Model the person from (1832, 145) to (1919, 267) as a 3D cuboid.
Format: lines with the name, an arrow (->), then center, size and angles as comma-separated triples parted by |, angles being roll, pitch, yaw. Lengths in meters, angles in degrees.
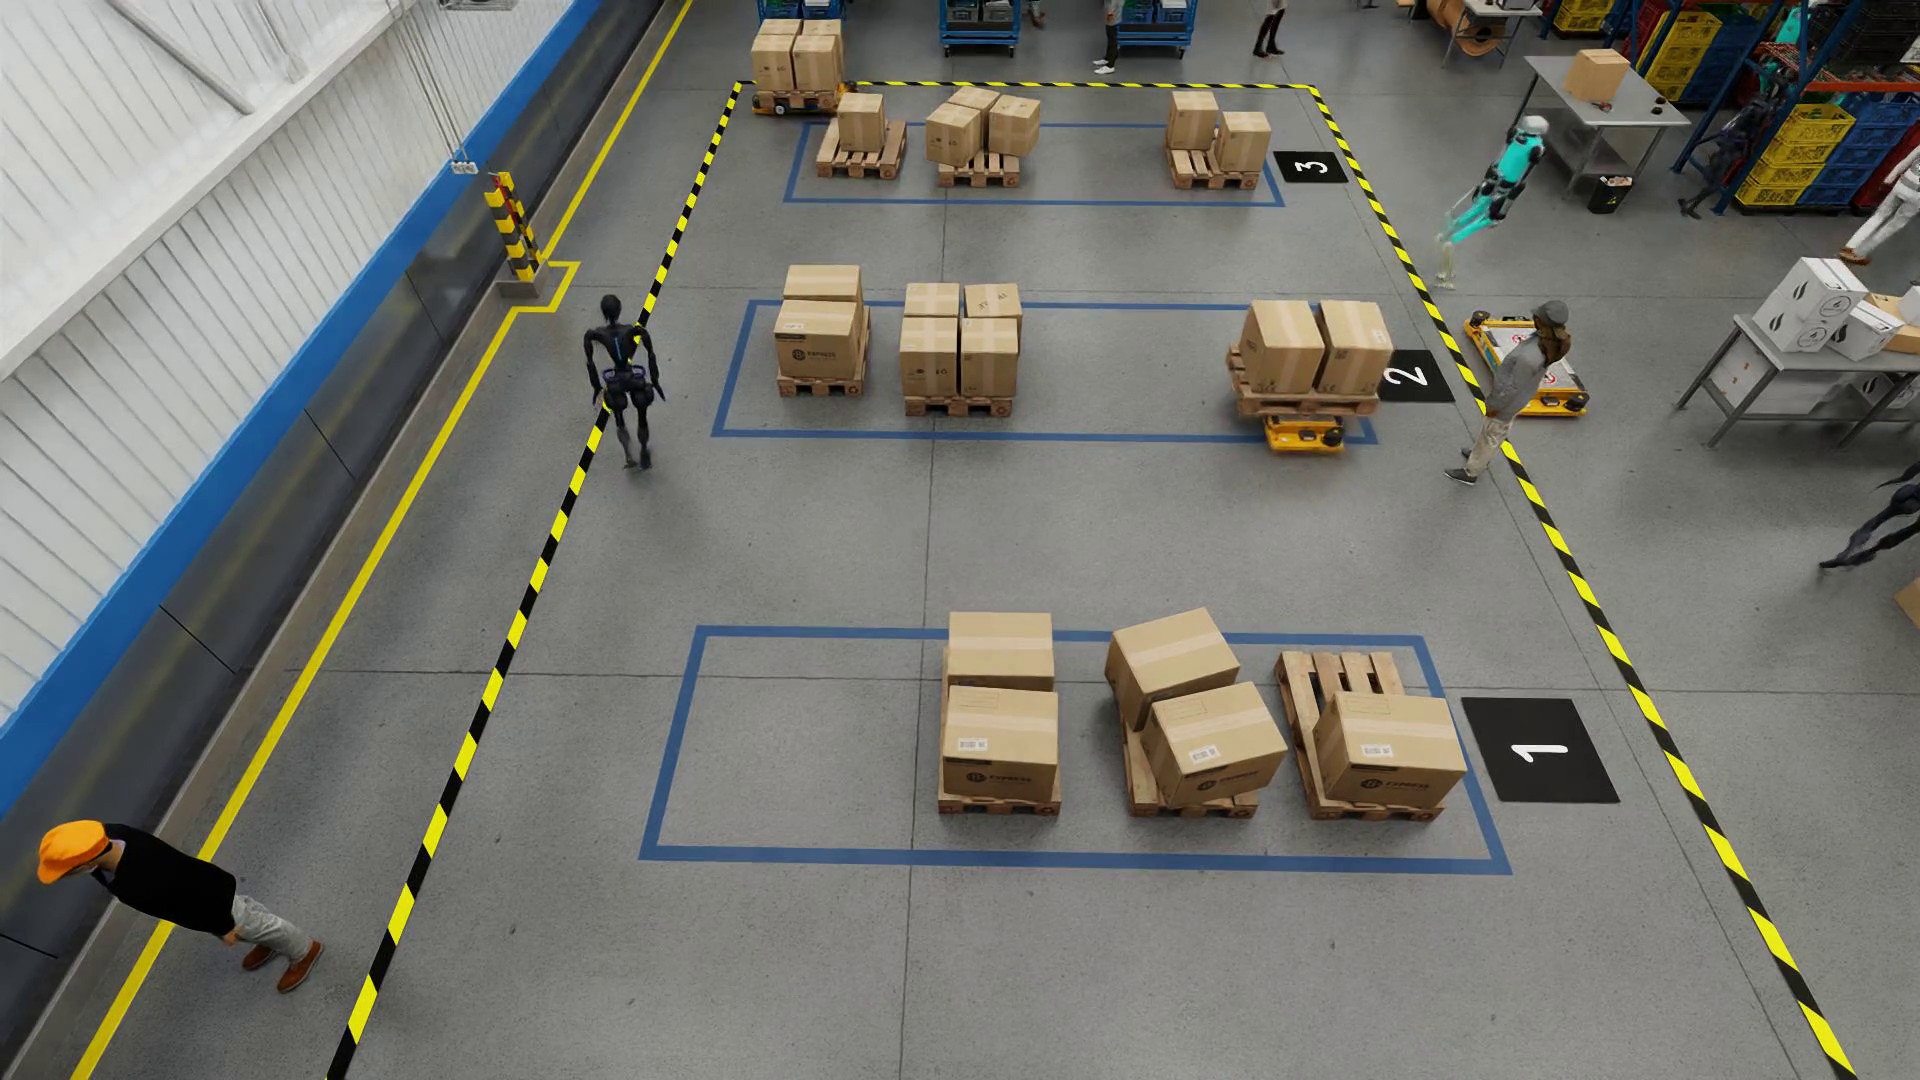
person -> 10.045, -3.654, 9.646 | 0.541, 1.854, 0.628 | -15, 51, -12

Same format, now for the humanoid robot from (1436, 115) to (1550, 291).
humanoid robot -> 5.406, -3.497, 9.592 | 0.798, 1.755, 0.588 | -7, 49, -6

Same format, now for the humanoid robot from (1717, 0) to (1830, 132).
humanoid robot -> 10.767, -6.104, 11.882 | 0.938, 1.792, 0.561 | -9, 50, -8

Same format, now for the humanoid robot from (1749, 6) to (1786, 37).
humanoid robot -> 12.136, -8.078, 13.556 | 0.820, 1.766, 0.556 | -9, 50, -7

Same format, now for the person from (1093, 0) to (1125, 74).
person -> 2.161, -7.700, 13.154 | 0.396, 1.848, 0.587 | 5, 49, 4

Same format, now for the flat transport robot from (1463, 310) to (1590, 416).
flat transport robot -> 5.573, -1.757, 9.054 | 0.659, 0.231, 1.431 | 1, 49, 1

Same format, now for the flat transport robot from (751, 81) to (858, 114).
flat transport robot -> -2.182, -6.257, 12.931 | 1.431, 0.197, 0.652 | 1, 49, 1

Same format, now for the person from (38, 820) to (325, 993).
person -> -4.019, 1.918, 4.809 | 0.586, 1.878, 0.394 | 23, 53, 19

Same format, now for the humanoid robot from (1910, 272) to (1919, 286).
humanoid robot -> 10.567, -3.351, 9.396 | 0.532, 1.694, 0.728 | 4, 49, 4

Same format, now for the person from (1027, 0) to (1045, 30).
person -> 1.228, -9.155, 14.399 | 0.640, 1.887, 0.750 | -25, 54, -20

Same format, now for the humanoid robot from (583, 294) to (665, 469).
humanoid robot -> -2.808, -1.266, 7.704 | 0.622, 1.627, 0.489 | -14, 51, -12

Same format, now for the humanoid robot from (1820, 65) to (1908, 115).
humanoid robot -> 11.065, -5.511, 11.409 | 0.774, 1.897, 0.569 | -14, 51, -12

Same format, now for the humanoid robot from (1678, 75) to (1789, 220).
humanoid robot -> 8.838, -4.454, 10.458 | 0.610, 1.651, 0.344 | -19, 52, -16

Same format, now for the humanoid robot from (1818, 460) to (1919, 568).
humanoid robot -> 7.283, -0.289, 6.861 | 0.577, 1.630, 0.613 | -28, 55, -22

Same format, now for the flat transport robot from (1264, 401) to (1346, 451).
flat transport robot -> 3.164, -1.406, 8.732 | 0.652, 0.197, 1.431 | 1, 49, 1

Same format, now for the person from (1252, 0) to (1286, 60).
person -> 4.739, -8.094, 13.438 | 0.515, 1.943, 0.643 | 17, 51, 14

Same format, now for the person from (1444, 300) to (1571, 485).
person -> 4.553, -1.197, 7.577 | 0.398, 1.766, 0.572 | 37, 58, 27

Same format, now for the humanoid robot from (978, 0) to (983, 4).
humanoid robot -> 0.314, -9.234, 14.596 | 0.379, 1.644, 0.613 | 17, 51, 14

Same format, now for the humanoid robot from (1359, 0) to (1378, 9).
humanoid robot -> 6.808, -9.486, 14.815 | 0.483, 1.646, 0.601 | -3, 49, -2
